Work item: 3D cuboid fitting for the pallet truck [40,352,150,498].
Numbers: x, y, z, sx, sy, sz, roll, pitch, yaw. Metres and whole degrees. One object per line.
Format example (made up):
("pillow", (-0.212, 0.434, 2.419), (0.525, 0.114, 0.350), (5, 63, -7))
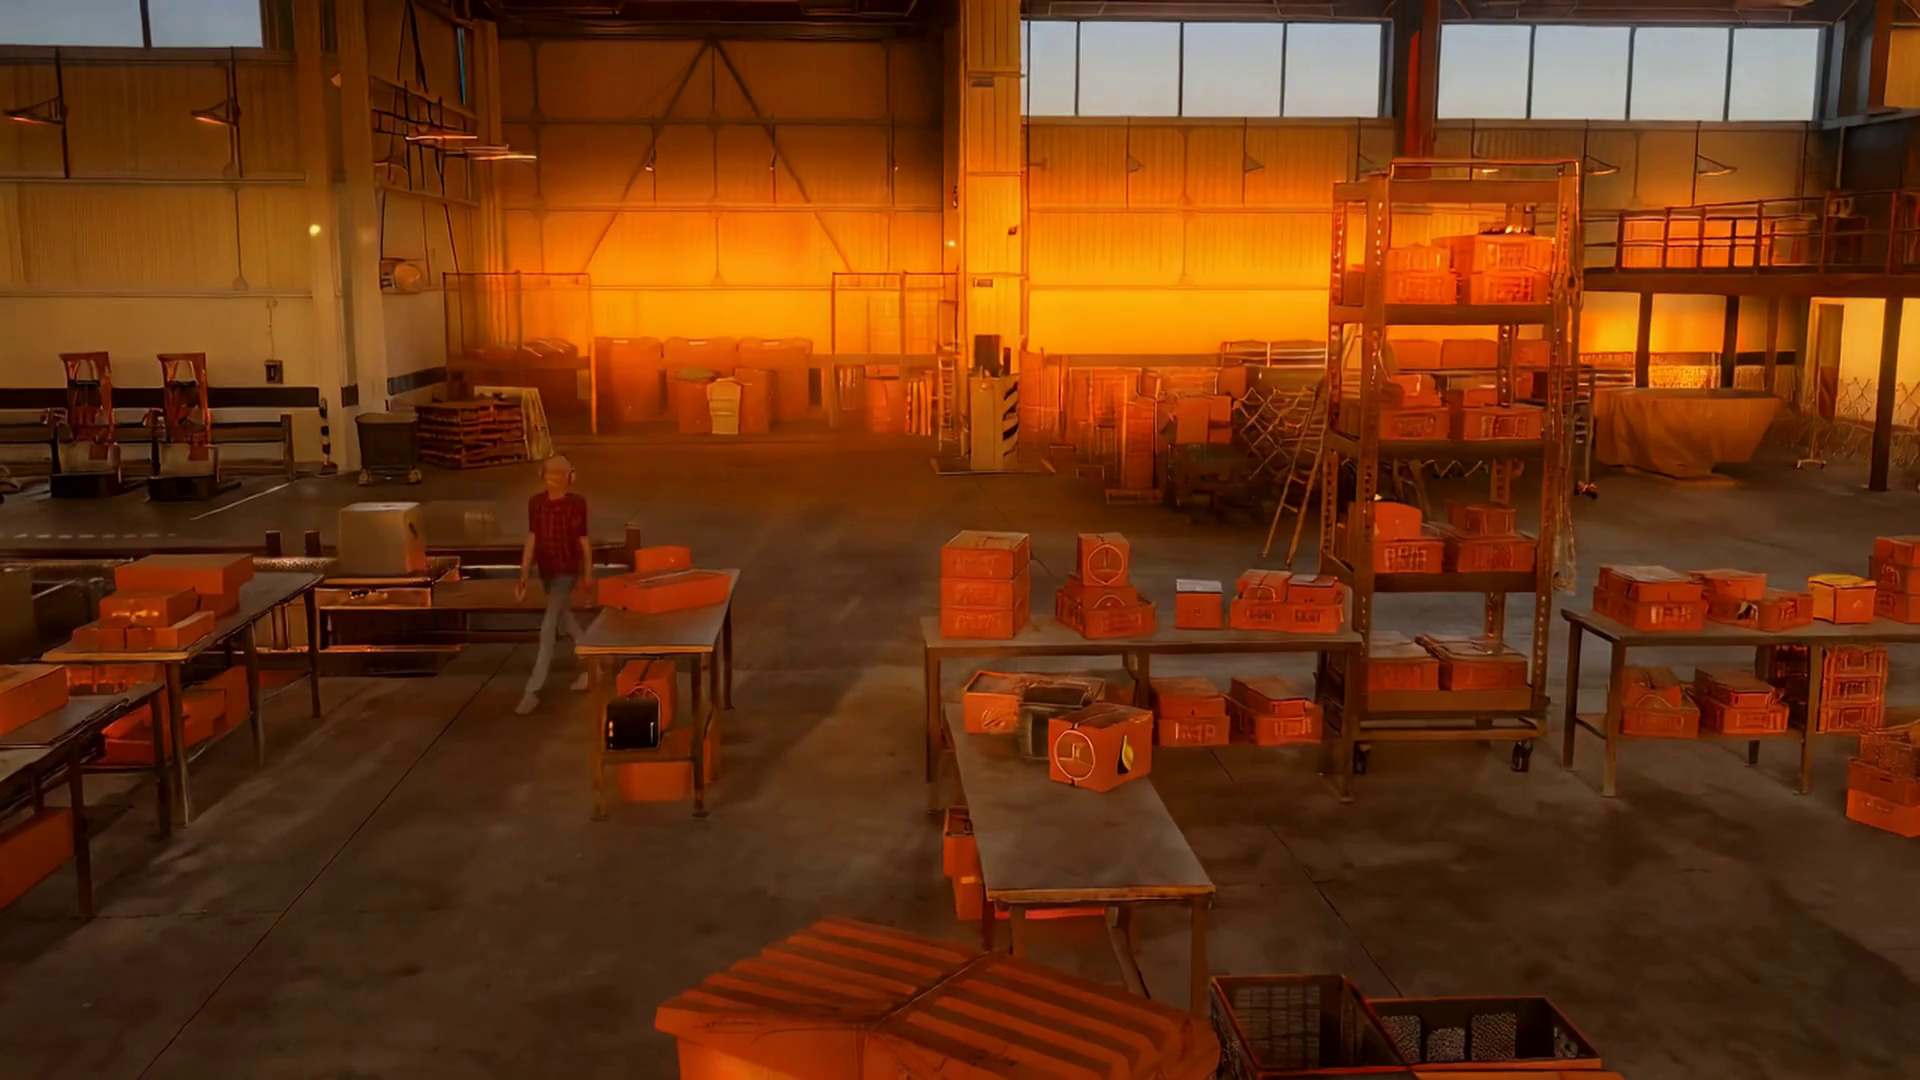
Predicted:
("pallet truck", (-11.907, -1.642, 23.165), (0.823, 1.965, 1.885), (0, 9, 0))

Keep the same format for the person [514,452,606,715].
("person", (-2.845, 0.265, 11.795), (0.570, 1.813, 0.988), (5, 10, 28))

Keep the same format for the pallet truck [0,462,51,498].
("pallet truck", (-13.193, -1.293, 23.148), (0.653, 1.274, 1.630), (-1, 9, -4))

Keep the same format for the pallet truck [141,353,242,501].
("pallet truck", (-10.520, -1.604, 22.925), (0.823, 1.965, 1.885), (-1, 9, -6))
